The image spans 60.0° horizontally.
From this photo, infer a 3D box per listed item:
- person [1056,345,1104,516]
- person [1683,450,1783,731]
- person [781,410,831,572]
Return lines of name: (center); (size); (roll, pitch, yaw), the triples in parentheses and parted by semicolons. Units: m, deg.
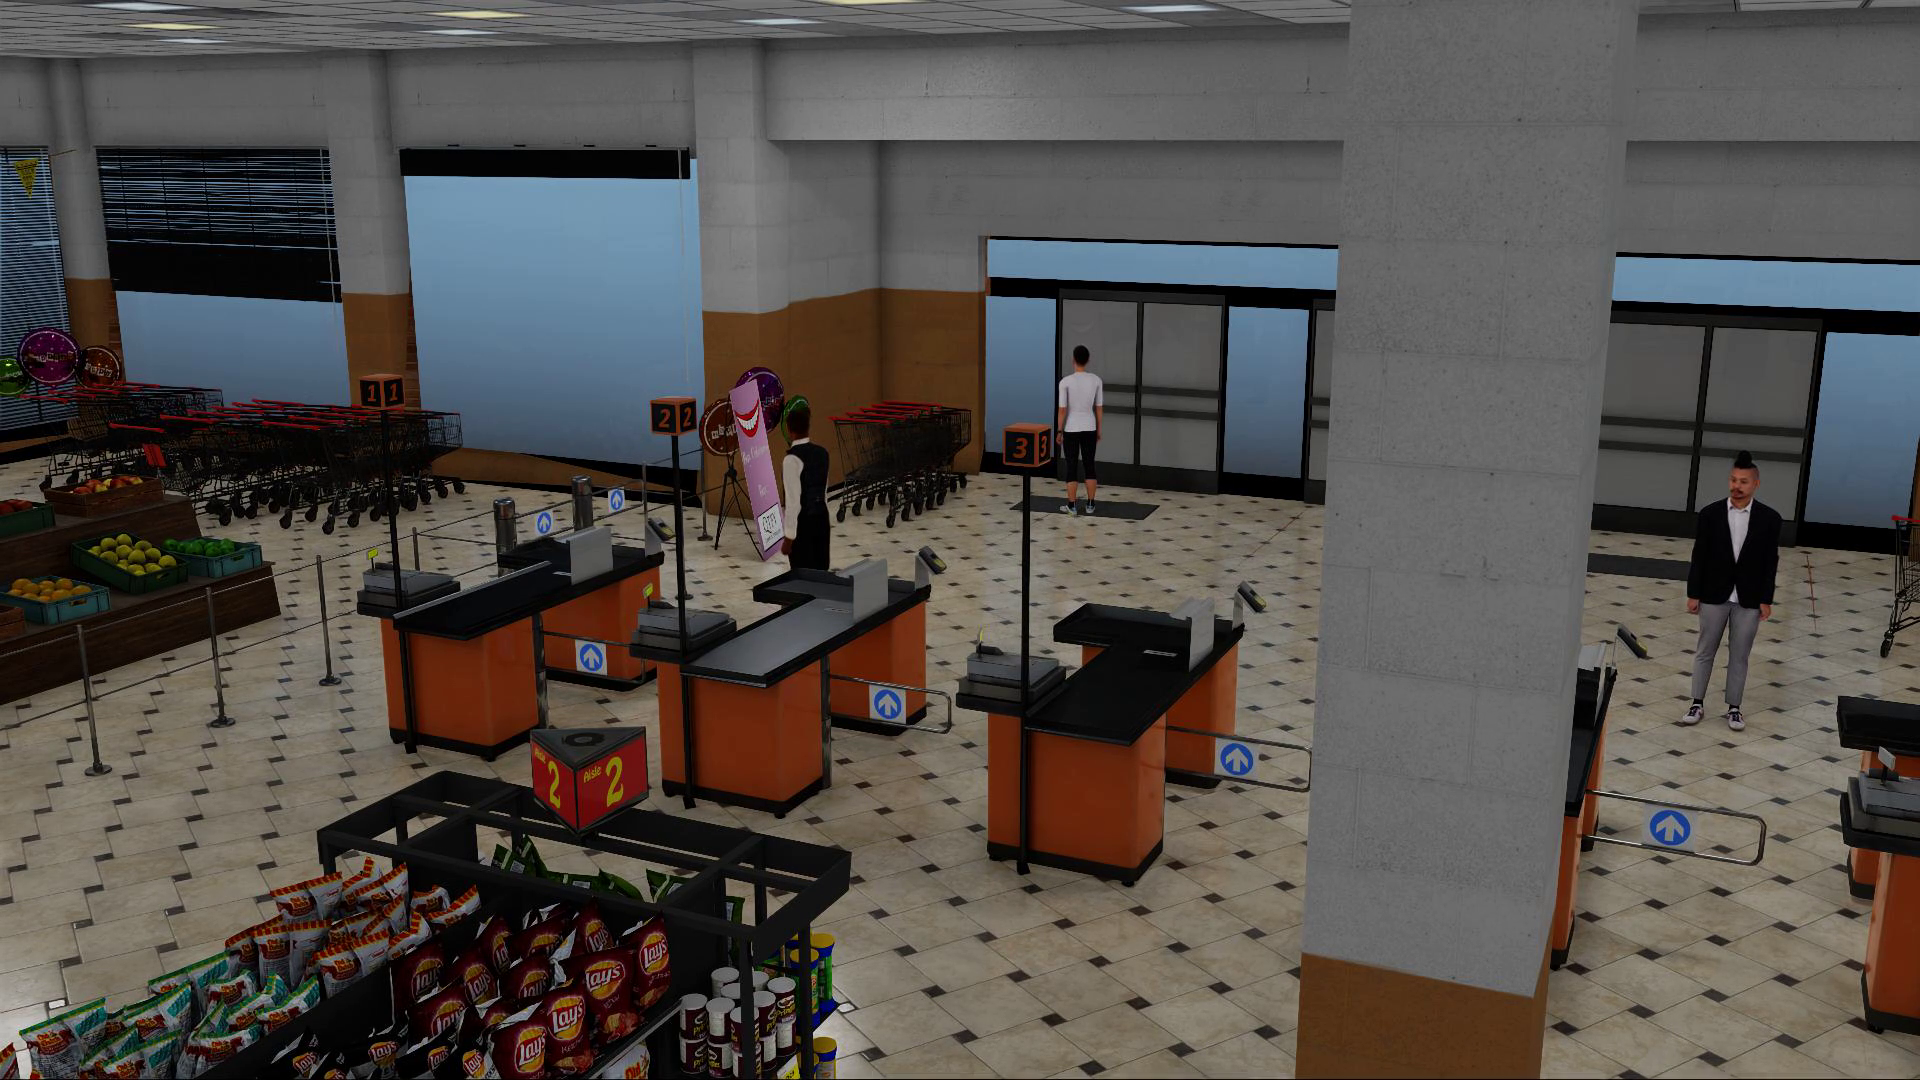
person: (1.311, -1.199, 18.116); (0.754, 1.851, 0.790); (-3, 14, -14)
person: (5.359, 0.338, 11.551); (0.701, 1.958, 0.558); (6, 15, 23)
person: (-1.234, -0.100, 13.445); (0.774, 1.917, 0.562); (8, 16, 31)
